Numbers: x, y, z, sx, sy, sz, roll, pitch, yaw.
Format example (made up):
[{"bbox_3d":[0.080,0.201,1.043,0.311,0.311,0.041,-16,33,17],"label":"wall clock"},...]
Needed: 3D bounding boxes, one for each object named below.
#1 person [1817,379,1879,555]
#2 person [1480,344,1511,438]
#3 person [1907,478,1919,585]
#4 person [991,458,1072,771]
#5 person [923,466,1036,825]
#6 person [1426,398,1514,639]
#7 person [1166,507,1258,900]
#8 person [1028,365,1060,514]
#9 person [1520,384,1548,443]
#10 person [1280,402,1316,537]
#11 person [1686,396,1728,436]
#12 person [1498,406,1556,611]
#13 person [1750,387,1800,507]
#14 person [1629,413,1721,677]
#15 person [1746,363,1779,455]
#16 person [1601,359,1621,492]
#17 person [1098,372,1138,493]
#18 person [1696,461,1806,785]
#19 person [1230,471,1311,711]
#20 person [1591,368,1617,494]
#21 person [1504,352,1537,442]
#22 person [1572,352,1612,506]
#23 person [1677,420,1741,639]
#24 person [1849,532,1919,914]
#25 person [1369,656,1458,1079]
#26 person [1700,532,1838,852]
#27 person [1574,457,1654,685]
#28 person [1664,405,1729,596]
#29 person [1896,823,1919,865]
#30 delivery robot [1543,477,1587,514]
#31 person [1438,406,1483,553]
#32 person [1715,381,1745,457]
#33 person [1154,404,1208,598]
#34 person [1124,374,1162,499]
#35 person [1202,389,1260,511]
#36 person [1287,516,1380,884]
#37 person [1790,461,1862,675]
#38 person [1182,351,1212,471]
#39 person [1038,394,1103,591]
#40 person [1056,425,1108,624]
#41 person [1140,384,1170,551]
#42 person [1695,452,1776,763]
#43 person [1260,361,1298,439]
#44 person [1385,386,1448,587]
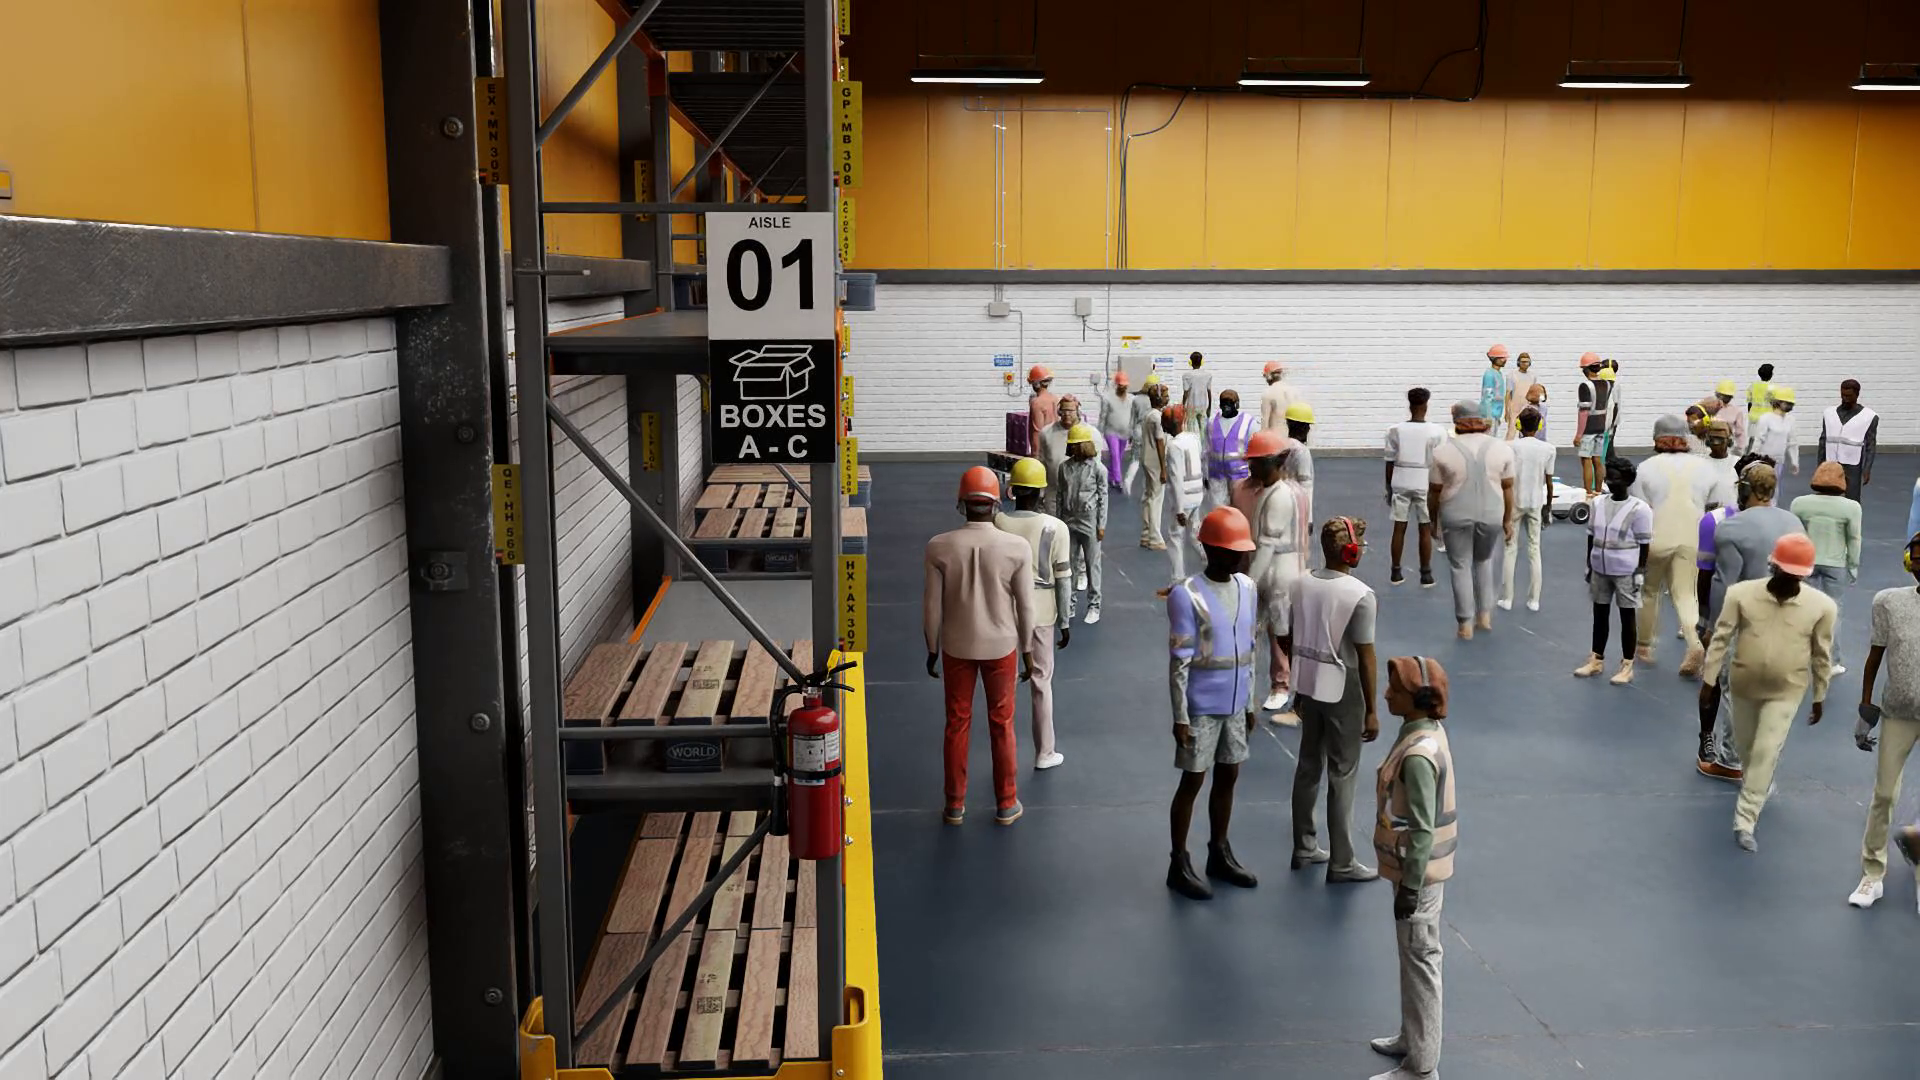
[{"bbox_3d":[9.666,-0.804,18.162,0.392,1.915,0.590,-7,12,-38],"label":"person"},{"bbox_3d":[7.739,-1.815,24.103,0.394,2.044,0.609,5,10,29],"label":"person"},{"bbox_3d":[7.719,0.070,12.968,0.597,1.828,0.403,5,10,27],"label":"person"},{"bbox_3d":[0.399,0.458,10.200,0.589,1.927,0.369,3,9,16],"label":"person"},{"bbox_3d":[0.110,0.587,9.176,0.622,1.992,0.388,1,9,4],"label":"person"},{"bbox_3d":[4.266,-0.211,14.041,0.698,2.000,0.742,1,9,4],"label":"person"},{"bbox_3d":[1.254,0.792,8.100,0.541,1.929,0.382,-6,11,-34],"label":"person"},{"bbox_3d":[0.956,-1.043,19.413,0.395,1.990,0.619,5,10,28],"label":"person"},{"bbox_3d":[7.450,-1.214,21.606,0.500,1.636,0.284,-6,11,-34],"label":"person"},{"bbox_3d":[2.944,-0.251,14.654,0.369,1.925,0.586,-3,10,-18],"label":"person"},{"bbox_3d":[8.788,-0.889,19.598,0.547,1.606,0.688,8,12,42],"label":"person"},{"bbox_3d":[5.110,-0.282,15.073,0.501,1.862,0.328,1,9,6],"label":"person"},{"bbox_3d":[9.501,-0.902,19.298,0.545,1.737,0.672,-4,10,-24],"label":"person"},{"bbox_3d":[5.460,-0.003,12.737,0.683,2.000,0.955,1,9,5],"label":"person"},{"bbox_3d":[12.233,-1.840,25.349,0.318,1.697,0.535,-5,10,-29],"label":"person"},{"bbox_3d":[9.101,-1.607,23.346,0.310,1.868,0.532,2,9,15],"label":"person"},{"bbox_3d":[2.235,-1.524,23.393,0.570,1.690,0.952,-3,10,-20],"label":"person"},{"bbox_3d":[4.717,0.492,9.945,0.638,1.938,0.356,-3,10,-20],"label":"person"},{"bbox_3d":[2.112,0.233,11.676,0.655,1.906,0.407,9,12,43],"label":"person"},{"bbox_3d":[8.845,-1.482,22.881,0.325,1.767,0.533,8,12,42],"label":"person"},{"bbox_3d":[8.691,-1.986,25.796,0.509,1.844,0.329,-1,9,-9],"label":"person"},{"bbox_3d":[8.202,-1.429,21.699,0.605,2.038,0.394,-7,11,-37],"label":"person"},{"bbox_3d":[6.242,-0.074,13.794,0.514,1.844,0.333,4,10,26],"label":"person"},{"bbox_3d":[4.538,0.858,7.870,0.532,1.868,0.310,6,11,32],"label":"person"},{"bbox_3d":[1.692,1.234,6.215,0.311,1.641,0.523,3,9,16],"label":"person"},{"bbox_3d":[4.370,0.763,9.000,0.615,1.700,0.847,5,11,31],"label":"person"},{"bbox_3d":[4.880,0.226,12.374,0.322,1.697,0.536,-6,11,-32],"label":"person"},{"bbox_3d":[6.951,-0.356,15.634,0.776,1.822,0.607,-5,11,-31],"label":"person"},{"bbox_3d":[5.180,0.821,8.329,0.845,1.811,0.552,0,9,1],"label":"person"},{"bbox_3d":[7.286,-0.526,20.379,0.707,0.478,0.477,-2,9,-9],"label":"delivery robot"},{"bbox_3d":[5.446,-0.658,18.111,0.525,1.637,0.307,-3,9,-17],"label":"person"},{"bbox_3d":[9.486,-1.115,20.697,0.534,1.721,0.811,1,9,6],"label":"person"},{"bbox_3d":[2.184,-0.345,15.494,0.670,1.855,0.600,5,10,28],"label":"person"},{"bbox_3d":[2.476,-1.373,22.349,0.537,1.708,0.598,6,11,33],"label":"person"},{"bbox_3d":[2.865,-0.692,17.733,0.619,1.836,0.431,5,10,27],"label":"person"},{"bbox_3d":[1.861,0.795,8.331,0.382,1.845,0.571,-6,11,-31],"label":"person"},{"bbox_3d":[6.567,0.210,12.673,0.507,1.631,0.270,7,11,36],"label":"person"},{"bbox_3d":[3.651,-1.987,25.750,0.521,1.865,0.328,-2,9,-12],"label":"person"},{"bbox_3d":[1.041,-0.456,16.047,0.648,1.900,0.401,4,10,22],"label":"person"},{"bbox_3d":[1.046,-0.140,14.523,0.492,1.742,0.324,6,11,32],"label":"person"},{"bbox_3d":[2.171,-0.803,18.373,0.345,1.846,0.508,-2,9,-14],"label":"person"},{"bbox_3d":[4.807,0.439,10.195,0.607,1.966,0.367,-1,9,-4],"label":"person"},{"bbox_3d":[4.196,-1.371,21.702,0.660,1.956,0.826,-8,12,-41],"label":"person"},{"bbox_3d":[4.444,-0.517,16.239,0.600,1.958,0.377,5,10,27],"label":"person"}]
